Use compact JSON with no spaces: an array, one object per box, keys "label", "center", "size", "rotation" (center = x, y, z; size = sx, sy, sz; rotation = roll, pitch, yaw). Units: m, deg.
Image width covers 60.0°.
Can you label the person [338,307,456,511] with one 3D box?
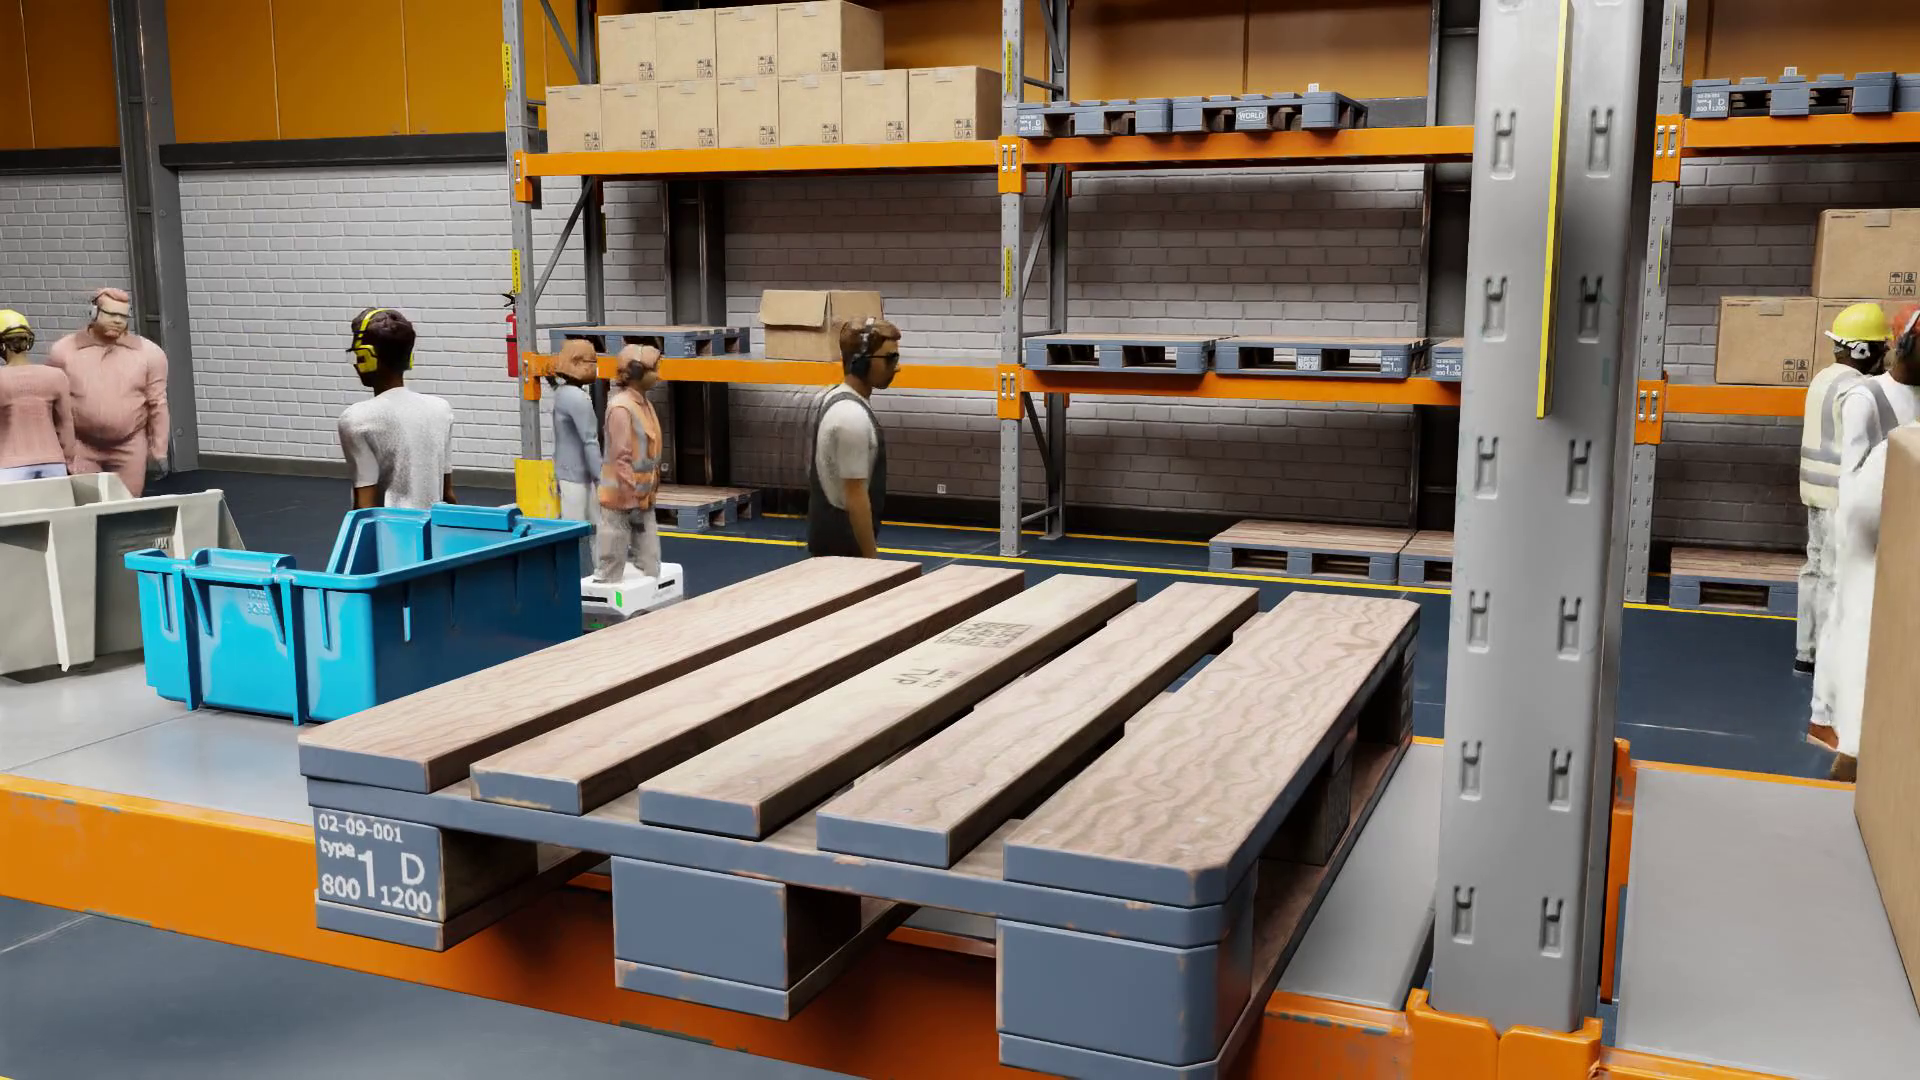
[{"label":"person","center":[-1.988,0.120,5.880],"size":[0.312,1.866,0.538],"rotation":[5,11,25]}]

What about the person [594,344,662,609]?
[{"label":"person","center":[-1.677,-0.176,8.412],"size":[0.382,1.616,0.525],"rotation":[2,10,10]}]

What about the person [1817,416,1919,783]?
[{"label":"person","center":[2.194,0.412,4.035],"size":[0.739,1.904,0.641],"rotation":[8,12,39]}]

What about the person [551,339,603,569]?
[{"label":"person","center":[-2.196,-0.347,9.465],"size":[0.787,1.597,0.503],"rotation":[-4,10,-24]}]

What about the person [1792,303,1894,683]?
[{"label":"person","center":[4.201,-0.198,7.882],"size":[0.403,1.834,0.587],"rotation":[2,10,10]}]

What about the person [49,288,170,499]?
[{"label":"person","center":[-5.005,-0.538,9.811],"size":[0.676,1.876,0.427],"rotation":[-4,10,-24]}]

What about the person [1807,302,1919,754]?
[{"label":"person","center":[3.772,-0.005,6.637],"size":[0.617,1.856,0.730],"rotation":[-4,10,-24]}]

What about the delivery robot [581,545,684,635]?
[{"label":"delivery robot","center":[-1.727,0.269,8.623],"size":[0.477,0.478,0.707],"rotation":[3,10,18]}]

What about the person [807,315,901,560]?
[{"label":"person","center":[-0.376,0.053,6.404],"size":[0.476,1.823,0.543],"rotation":[-1,10,-8]}]

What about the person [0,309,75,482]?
[{"label":"person","center":[-5.231,-0.403,9.321],"size":[0.326,1.764,0.523],"rotation":[8,12,38]}]
